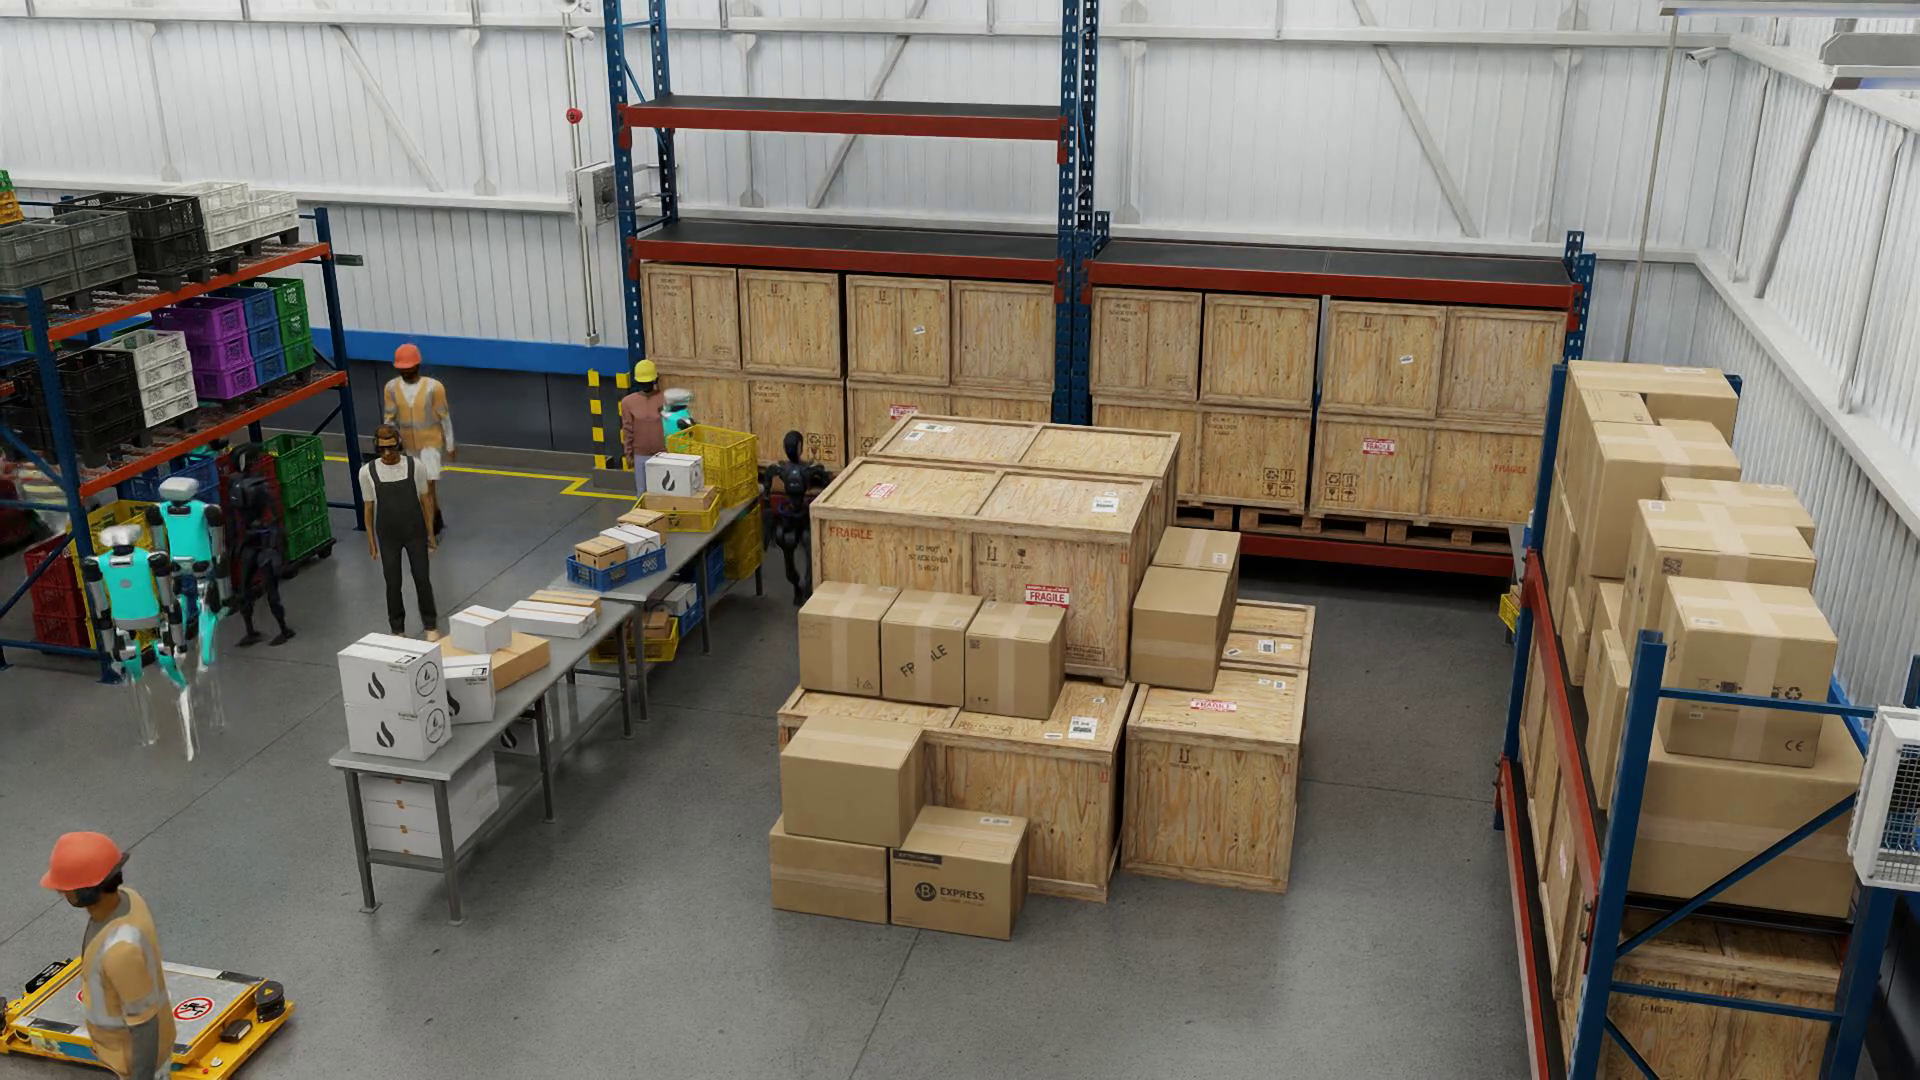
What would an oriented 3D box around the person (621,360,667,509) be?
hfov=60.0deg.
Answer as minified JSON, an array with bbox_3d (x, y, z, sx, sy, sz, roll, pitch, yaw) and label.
[{"bbox_3d":[-2.762,-0.774,14.985,0.523,1.760,0.336,-2,21,-6],"label":"person"}]

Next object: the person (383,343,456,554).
[{"bbox_3d":[-4.894,-0.834,14.968,0.569,1.883,1.012,2,21,4],"label":"person"}]

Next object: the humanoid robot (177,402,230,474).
[{"bbox_3d":[-7.151,-0.872,15.324,0.533,1.773,1.010,9,23,23],"label":"humanoid robot"}]

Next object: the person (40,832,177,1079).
[{"bbox_3d":[-3.501,2.127,7.002,0.373,2.039,0.614,-12,24,-28],"label":"person"}]

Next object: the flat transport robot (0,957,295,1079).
[{"bbox_3d":[-4.270,2.464,8.601,1.431,0.231,0.659,5,22,13],"label":"flat transport robot"}]

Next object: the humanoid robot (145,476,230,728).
[{"bbox_3d":[-5.486,0.516,11.719,0.542,1.825,0.809,0,21,1],"label":"humanoid robot"}]

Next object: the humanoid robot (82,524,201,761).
[{"bbox_3d":[-5.486,0.662,11.331,0.530,1.807,0.800,-4,21,-11],"label":"humanoid robot"}]

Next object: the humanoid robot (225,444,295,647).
[{"bbox_3d":[-5.470,0.063,12.911,0.596,1.657,0.461,10,23,24],"label":"humanoid robot"}]

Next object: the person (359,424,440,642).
[{"bbox_3d":[-4.343,-0.029,12.935,0.507,1.838,0.338,-8,22,-20],"label":"person"}]

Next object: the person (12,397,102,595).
[{"bbox_3d":[-7.404,-0.311,13.688,0.622,1.829,0.462,5,21,13],"label":"person"}]

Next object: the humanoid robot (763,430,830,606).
[{"bbox_3d":[-1.289,-0.135,13.485,0.608,1.634,0.729,0,21,0],"label":"humanoid robot"}]

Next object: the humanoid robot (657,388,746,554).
[{"bbox_3d":[-2.152,-0.490,14.284,0.953,1.737,0.552,-13,24,-30],"label":"humanoid robot"}]
